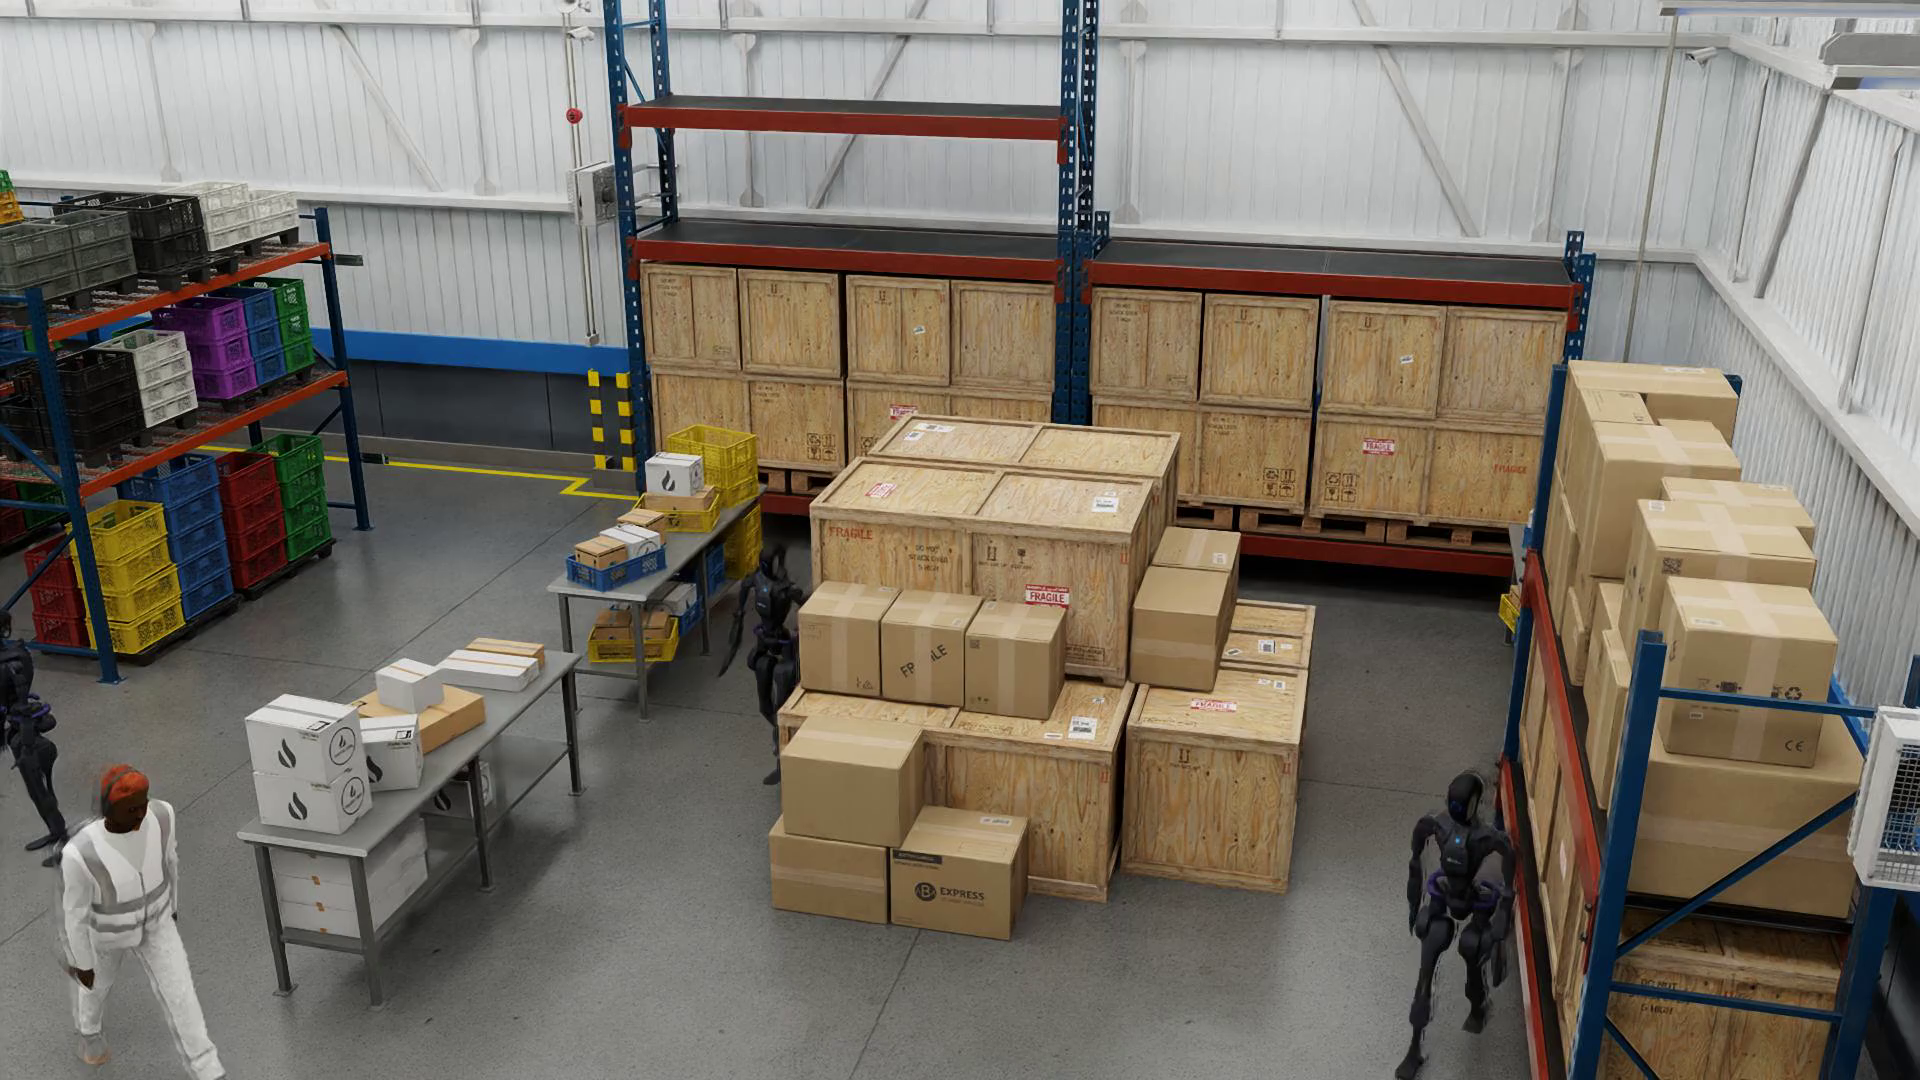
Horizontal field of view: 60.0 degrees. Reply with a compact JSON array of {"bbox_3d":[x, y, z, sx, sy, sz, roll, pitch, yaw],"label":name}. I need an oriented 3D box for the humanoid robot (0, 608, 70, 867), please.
[{"bbox_3d":[-5.640,1.170,10.010,0.565,1.651,0.329,18,27,39],"label":"humanoid robot"}]

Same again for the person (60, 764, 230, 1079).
[{"bbox_3d":[-4.056,1.857,8.074,1.158,1.792,0.591,14,25,32],"label":"person"}]

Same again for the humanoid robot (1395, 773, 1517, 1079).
[{"bbox_3d":[2.500,1.867,8.271,0.561,1.648,0.765,12,24,29],"label":"humanoid robot"}]

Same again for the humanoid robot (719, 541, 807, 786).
[{"bbox_3d":[-1.231,0.762,11.100,0.590,1.642,0.573,13,24,30],"label":"humanoid robot"}]
